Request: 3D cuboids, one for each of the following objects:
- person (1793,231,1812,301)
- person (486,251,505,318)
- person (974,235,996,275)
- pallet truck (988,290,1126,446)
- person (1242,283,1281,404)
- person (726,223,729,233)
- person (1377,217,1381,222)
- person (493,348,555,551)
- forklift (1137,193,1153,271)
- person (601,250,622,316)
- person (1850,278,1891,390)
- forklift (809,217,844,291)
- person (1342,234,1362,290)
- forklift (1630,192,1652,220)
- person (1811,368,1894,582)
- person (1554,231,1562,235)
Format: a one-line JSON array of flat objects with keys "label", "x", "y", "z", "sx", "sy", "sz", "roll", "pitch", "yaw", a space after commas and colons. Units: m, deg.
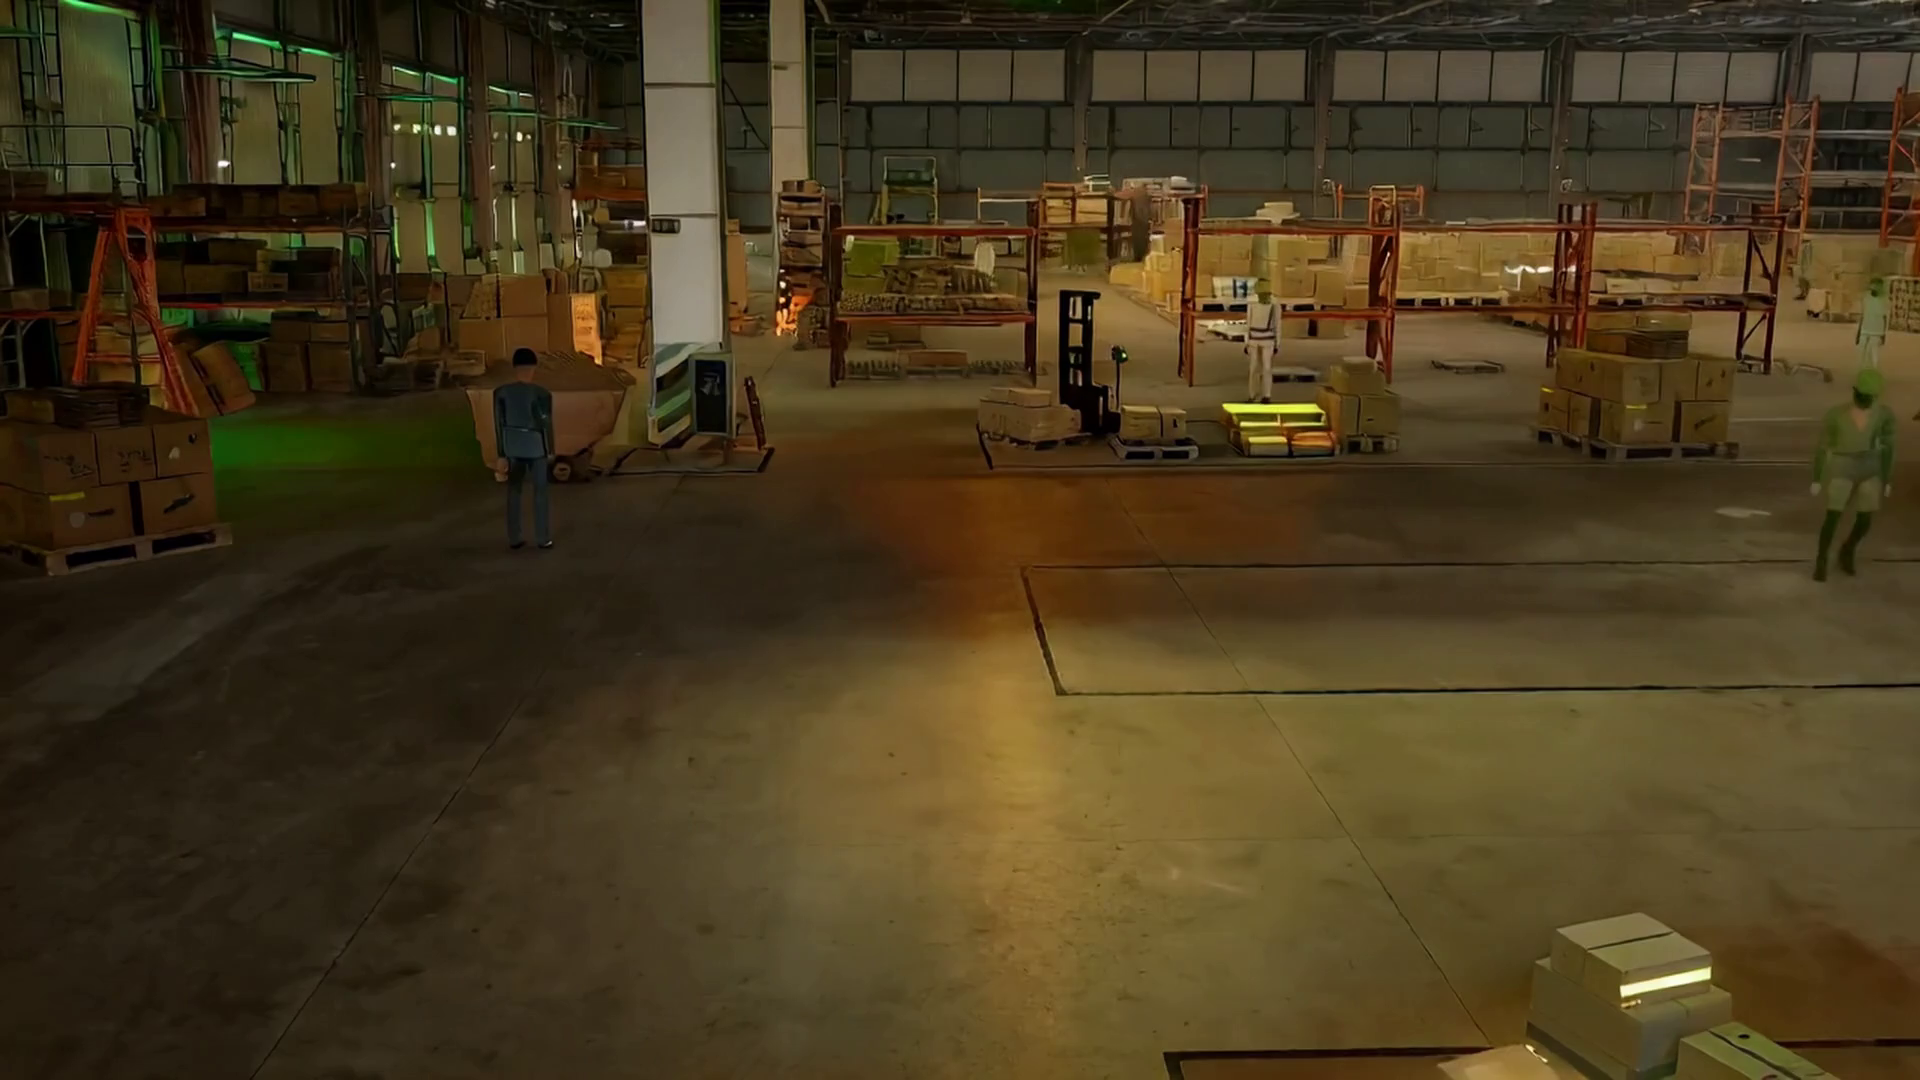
[{"label": "person", "x": 23.420, "y": -7.598, "z": 46.189, "sx": 0.413, "sy": 1.923, "sz": 0.574, "roll": 9, "pitch": 15, "yaw": 35}, {"label": "person", "x": -11.449, "y": -6.266, "z": 40.865, "sx": 0.523, "sy": 1.632, "sz": 0.313, "roll": 11, "pitch": 17, "yaw": 41}, {"label": "person", "x": 0.703, "y": -7.924, "z": 47.797, "sx": 0.640, "sy": 1.878, "sz": 0.834, "roll": 9, "pitch": 15, "yaw": 34}, {"label": "pallet truck", "x": 1.257, "y": -2.299, "z": 22.111, "sx": 1.885, "sy": 1.965, "sz": 0.823, "roll": -9, "pitch": 15, "yaw": -35}, {"label": "person", "x": 4.609, "y": -2.985, "z": 25.473, "sx": 0.579, "sy": 1.883, "sz": 0.352, "roll": 8, "pitch": 15, "yaw": 31}, {"label": "person", "x": -7.715, "y": -9.481, "z": 54.698, "sx": 0.371, "sy": 1.925, "sz": 0.595, "roll": 2, "pitch": 13, "yaw": 11}, {"label": "person", "x": 15.017, "y": -10.701, "z": 60.156, "sx": 0.414, "sy": 1.969, "sz": 0.657, "roll": -12, "pitch": 17, "yaw": -43}, {"label": "person", "x": -4.109, "y": -0.852, "z": 15.771, "sx": 0.581, "sy": 1.919, "sz": 0.394, "roll": 1, "pitch": 13, "yaw": 5}, {"label": "forklift", "x": 6.283, "y": -10.460, "z": 56.949, "sx": 1.873, "sy": 2.768, "sz": 1.129, "roll": 0, "pitch": 12, "yaw": -2}, {"label": "person", "x": -8.755, "y": -6.482, "z": 41.796, "sx": 0.541, "sy": 1.664, "sz": 0.850, "roll": 3, "pitch": 13, "yaw": 13}, {"label": "person", "x": 14.924, "y": -3.357, "z": 27.216, "sx": 0.325, "sy": 1.860, "sz": 0.511, "roll": -6, "pitch": 14, "yaw": -27}, {"label": "forklift", "x": -4.375, "y": -8.619, "z": 48.637, "sx": 1.873, "sy": 2.768, "sz": 1.129, "roll": 0, "pitch": 12, "yaw": -2}, {"label": "person", "x": 11.974, "y": -8.595, "z": 50.714, "sx": 0.516, "sy": 1.932, "sz": 0.726, "roll": 11, "pitch": 17, "yaw": 40}, {"label": "forklift", "x": 24.579, "y": -11.179, "z": 60.195, "sx": 1.873, "sy": 2.768, "sz": 1.129, "roll": 0, "pitch": 12, "yaw": -2}, {"label": "person", "x": 7.782, "y": -0.558, "z": 14.510, "sx": 0.622, "sy": 1.905, "sz": 0.522, "roll": 3, "pitch": 13, "yaw": 15}, {"label": "person", "x": 18.329, "y": -8.663, "z": 51.318, "sx": 0.617, "sy": 1.802, "sz": 0.980, "roll": -6, "pitch": 14, "yaw": -26}]
